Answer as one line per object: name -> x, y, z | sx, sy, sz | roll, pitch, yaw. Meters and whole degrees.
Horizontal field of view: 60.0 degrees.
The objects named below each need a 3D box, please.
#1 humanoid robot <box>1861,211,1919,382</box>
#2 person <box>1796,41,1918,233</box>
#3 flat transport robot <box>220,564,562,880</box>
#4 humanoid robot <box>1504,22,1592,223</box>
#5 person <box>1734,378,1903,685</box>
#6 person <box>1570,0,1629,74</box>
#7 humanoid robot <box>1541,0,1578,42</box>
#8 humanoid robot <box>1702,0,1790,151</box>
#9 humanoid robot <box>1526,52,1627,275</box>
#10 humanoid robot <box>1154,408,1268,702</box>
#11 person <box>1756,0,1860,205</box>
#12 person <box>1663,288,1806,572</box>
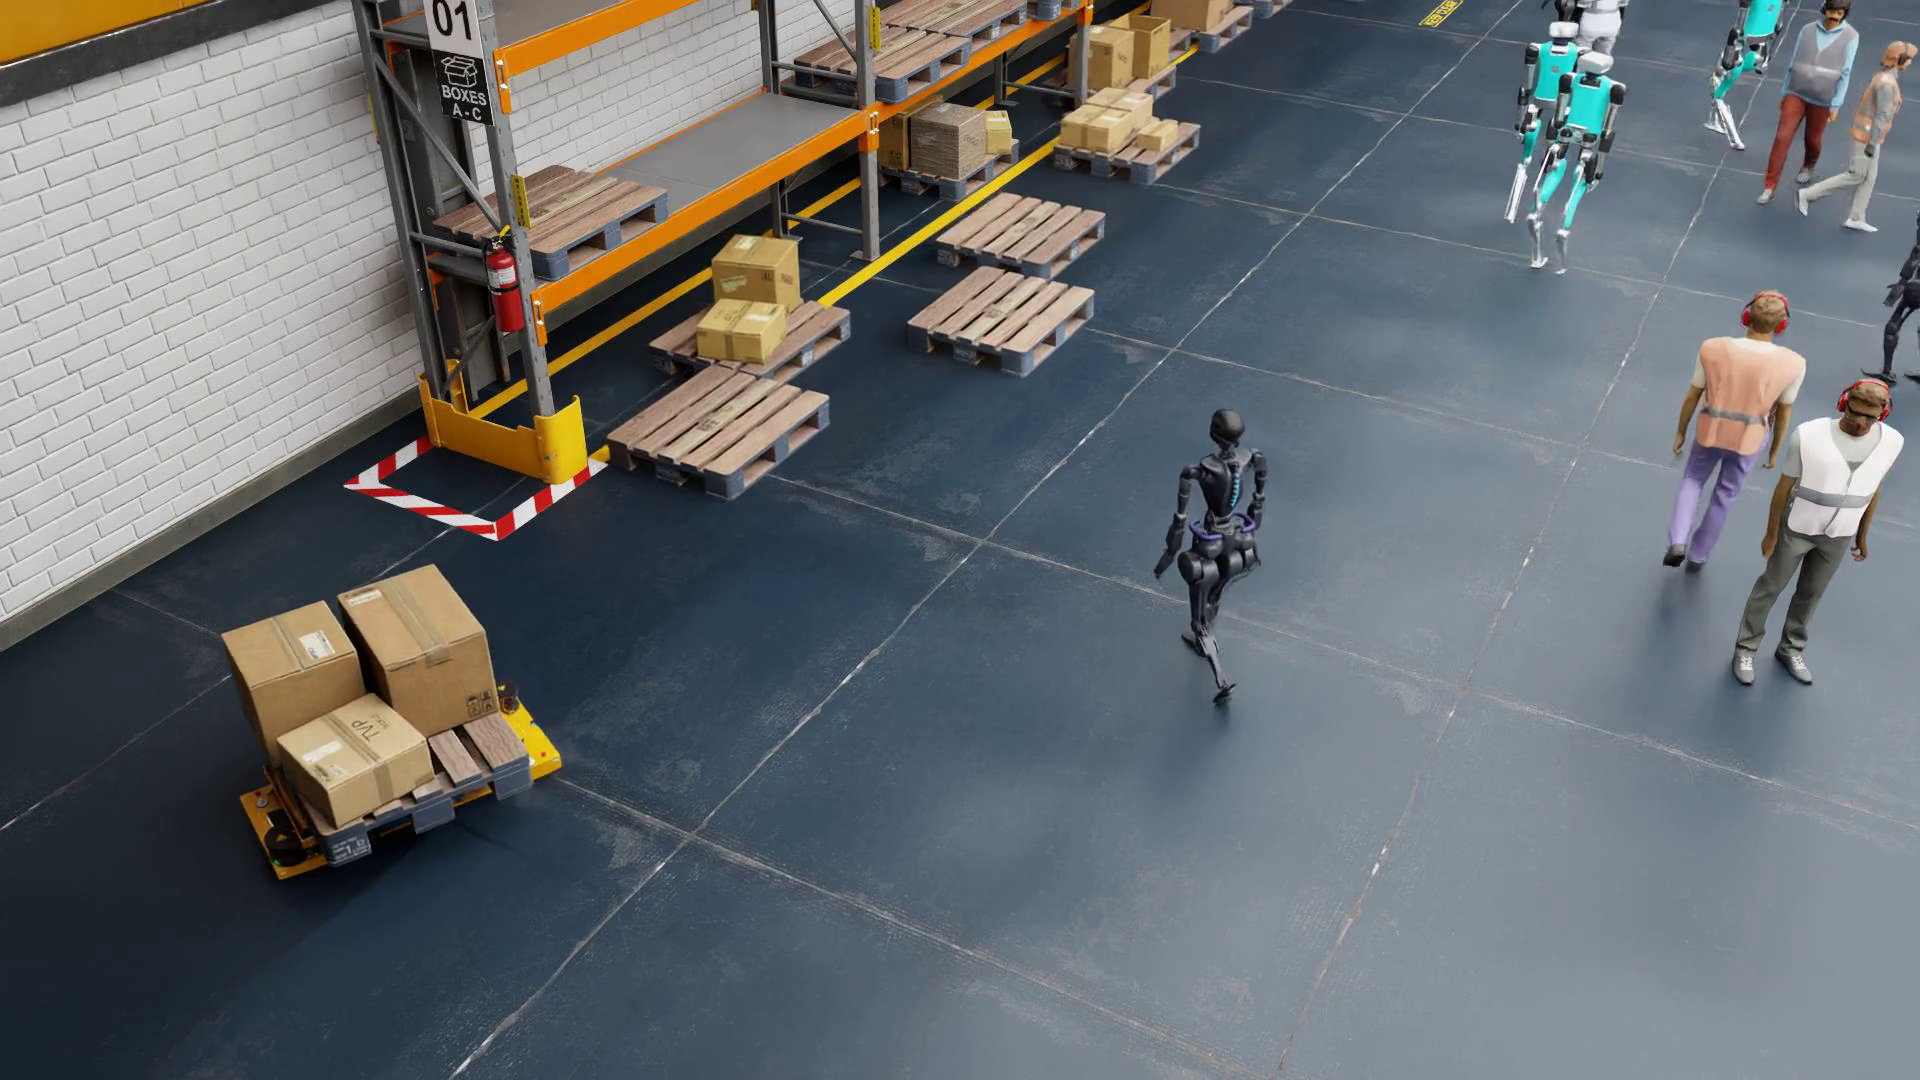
humanoid robot -> 6.825, -1.843, 11.667 | 0.601, 1.637, 0.446 | -20, 38, -27
person -> 7.634, -3.421, 14.096 | 0.627, 1.609, 0.533 | 17, 37, 24
flat transport robot -> -2.808, 1.179, 8.364 | 1.431, 0.231, 0.659 | -21, 39, -29
humanoid robot -> 5.022, -3.584, 14.247 | 0.541, 1.809, 0.664 | 11, 35, 17
person -> 4.532, -0.053, 8.806 | 0.563, 1.838, 0.391 | 1, 33, 1
person -> 6.343, -5.059, 16.520 | 0.541, 1.687, 0.423 | -3, 34, -5
humanoid robot -> 6.568, -5.800, 17.685 | 0.601, 1.644, 0.723 | -4, 34, -6
humanoid robot -> 7.360, -4.611, 15.796 | 0.561, 1.756, 0.894 | -9, 35, -14
humanoid robot -> 4.794, -2.911, 13.246 | 0.540, 1.792, 0.806 | 25, 41, 33
humanoid robot -> 1.387, 0.062, 8.801 | 0.601, 1.643, 0.694 | -13, 36, -19
person -> 7.531, -3.933, 14.679 | 0.537, 1.841, 0.891 | 23, 40, 31
person -> 4.439, -0.577, 9.603 | 0.568, 1.825, 0.472 | 17, 37, 24
